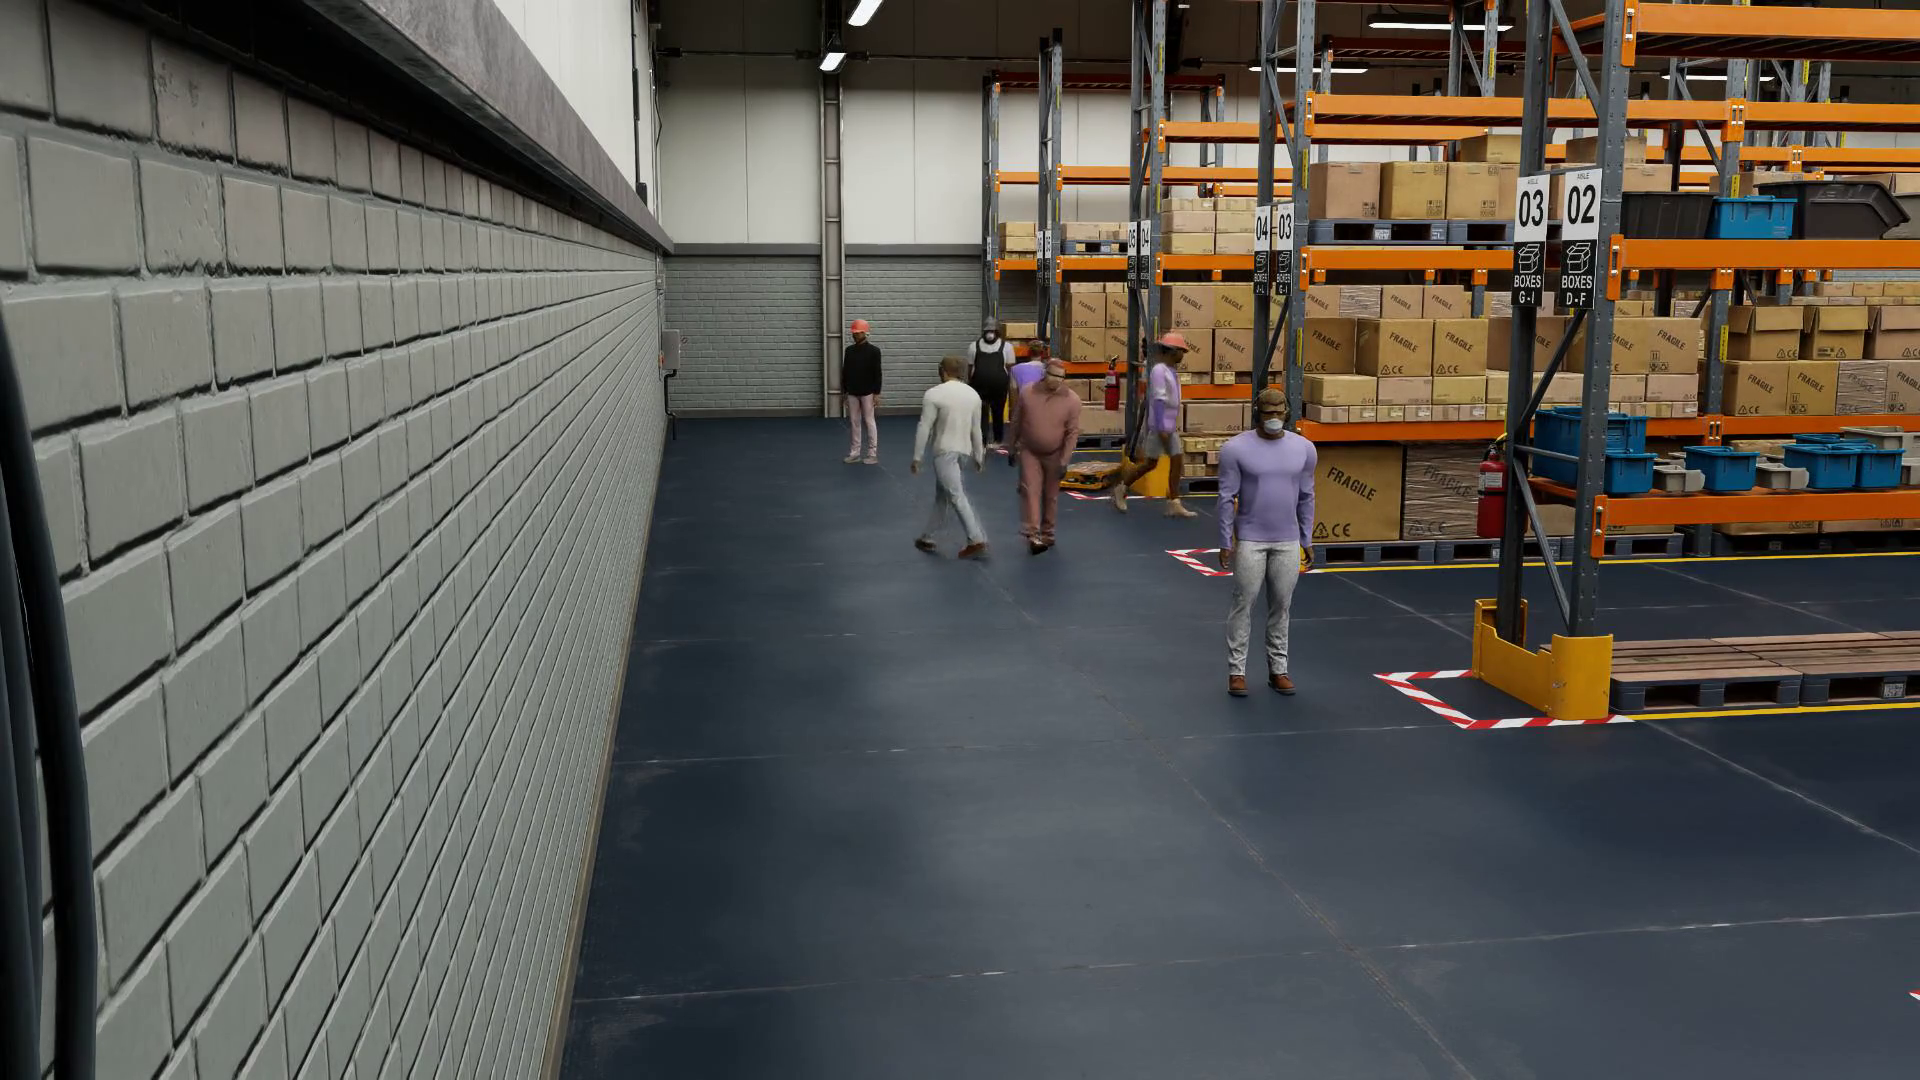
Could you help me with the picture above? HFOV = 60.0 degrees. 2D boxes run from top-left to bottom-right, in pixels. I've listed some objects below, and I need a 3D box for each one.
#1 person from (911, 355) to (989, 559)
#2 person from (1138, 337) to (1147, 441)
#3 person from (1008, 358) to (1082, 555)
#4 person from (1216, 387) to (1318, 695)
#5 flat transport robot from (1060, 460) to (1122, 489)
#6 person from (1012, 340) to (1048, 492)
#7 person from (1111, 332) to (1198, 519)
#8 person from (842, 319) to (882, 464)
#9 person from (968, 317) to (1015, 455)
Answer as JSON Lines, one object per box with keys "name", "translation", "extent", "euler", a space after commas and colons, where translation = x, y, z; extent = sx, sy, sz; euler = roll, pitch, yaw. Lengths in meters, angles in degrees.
{"name": "person", "translation": [-0.067, -0.777, 15.489], "extent": [0.708, 1.878, 0.997], "euler": [-8, 13, -42]}
{"name": "person", "translation": [2.377, -1.624, 20.737], "extent": [0.333, 1.860, 0.509], "euler": [-4, 10, -22]}
{"name": "person", "translation": [0.791, -0.781, 15.590], "extent": [0.686, 1.842, 0.849], "euler": [1, 9, 4]}
{"name": "person", "translation": [1.913, 0.011, 10.395], "extent": [0.635, 1.936, 0.354], "euler": [-1, 9, -7]}
{"name": "flat transport robot", "translation": [1.641, -0.815, 20.618], "extent": [0.652, 0.197, 1.431], "euler": [5, 11, 29]}
{"name": "person", "translation": [0.904, -1.476, 19.955], "extent": [0.565, 1.822, 0.512], "euler": [2, 9, 12]}
{"name": "person", "translation": [2.117, -1.234, 17.888], "extent": [0.931, 2.001, 0.678], "euler": [5, 11, 29]}
{"name": "person", "translation": [-1.369, -2.035, 22.847], "extent": [0.622, 1.990, 0.401], "euler": [6, 11, 33]}
{"name": "person", "translation": [0.458, -2.287, 24.252], "extent": [0.689, 2.000, 0.996], "euler": [1, 9, 4]}
